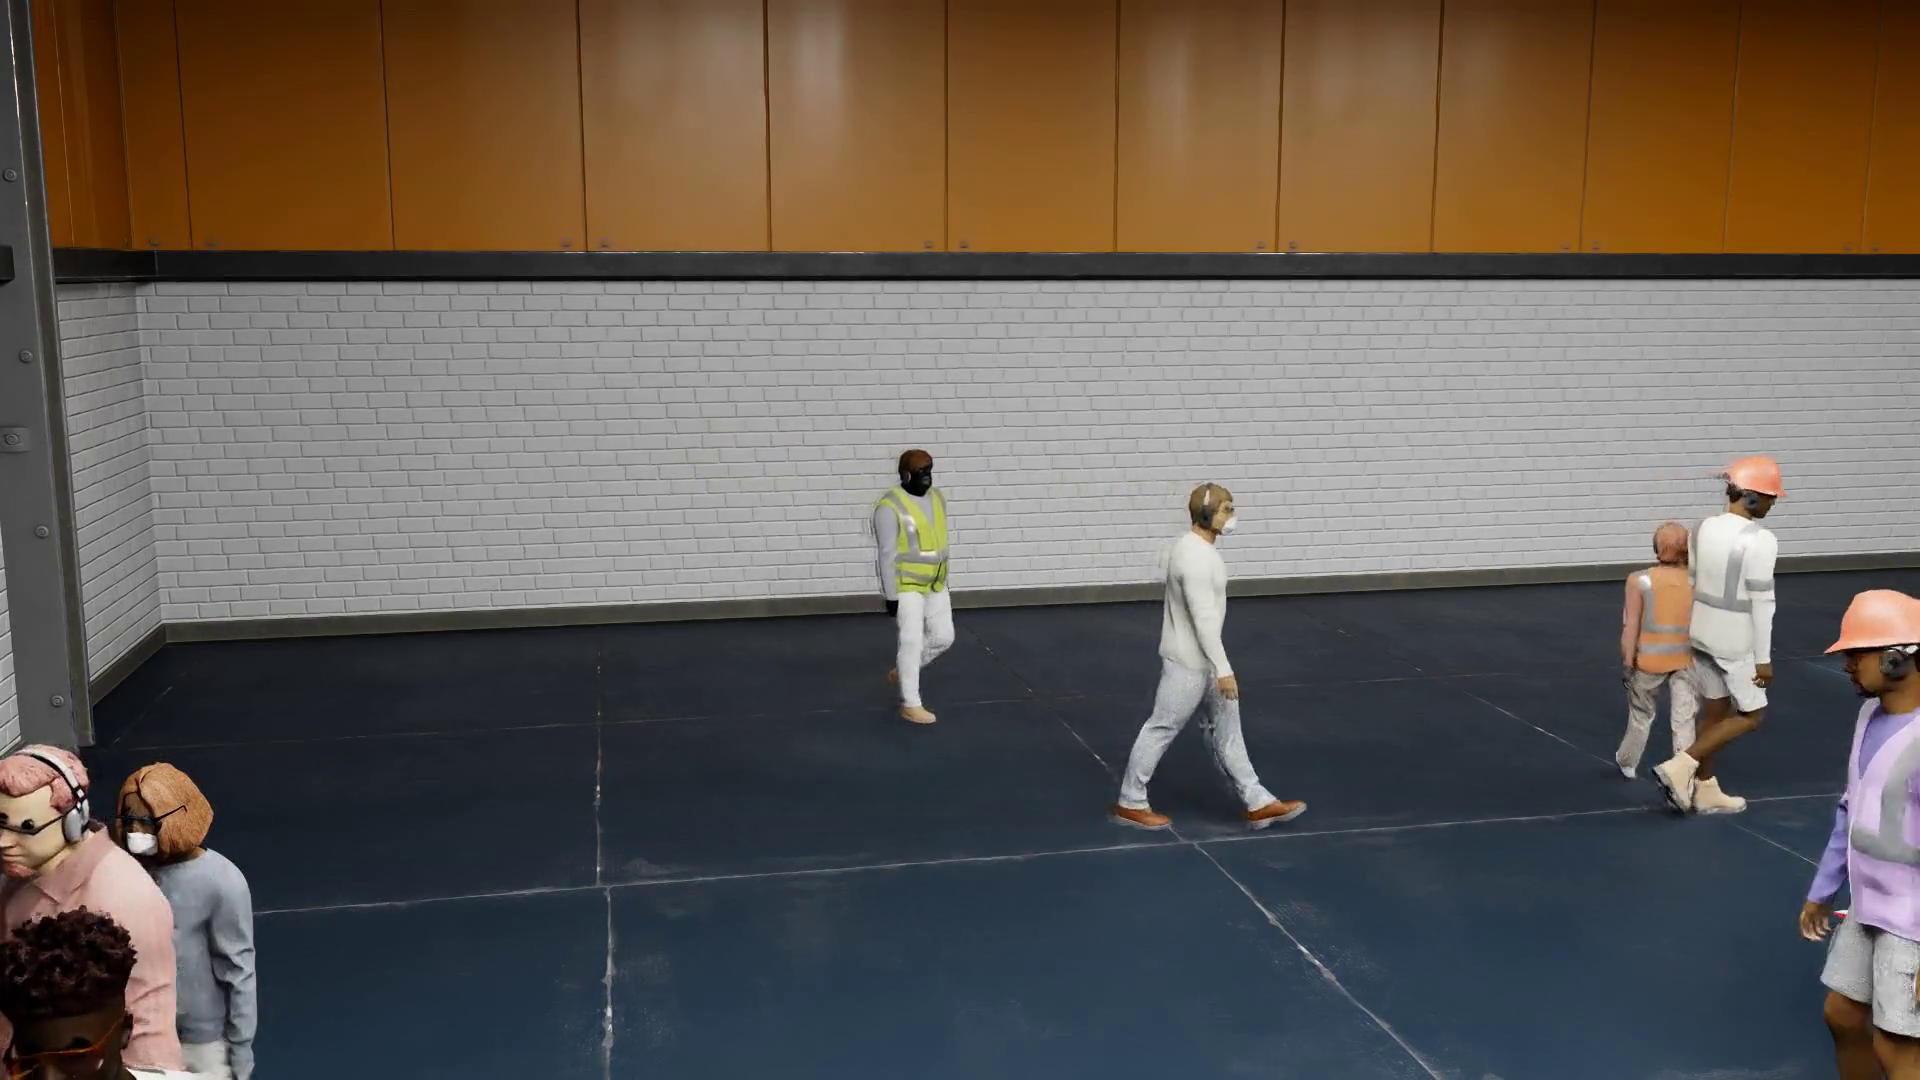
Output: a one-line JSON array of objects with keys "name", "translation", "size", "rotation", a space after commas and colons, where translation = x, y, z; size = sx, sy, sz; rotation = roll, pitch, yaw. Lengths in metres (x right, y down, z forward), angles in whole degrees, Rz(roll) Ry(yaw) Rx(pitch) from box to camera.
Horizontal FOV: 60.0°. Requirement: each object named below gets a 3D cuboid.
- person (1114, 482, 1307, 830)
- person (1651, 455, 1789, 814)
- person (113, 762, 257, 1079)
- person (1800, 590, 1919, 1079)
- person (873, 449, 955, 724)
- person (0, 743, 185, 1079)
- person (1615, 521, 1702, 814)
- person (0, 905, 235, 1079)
[{"name": "person", "translation": [1.300, 0.637, 8.765], "size": [1.033, 1.884, 0.632], "rotation": [2, 10, 14]}, {"name": "person", "translation": [4.076, 0.541, 8.949], "size": [0.604, 2.020, 0.632], "rotation": [-2, 10, -12]}, {"name": "person", "translation": [-2.220, 1.423, 4.768], "size": [0.500, 1.628, 0.278], "rotation": [4, 10, 22]}, {"name": "person", "translation": [2.902, 1.167, 5.228], "size": [0.444, 2.009, 0.618], "rotation": [1, 9, 8]}, {"name": "person", "translation": [-0.306, 0.298, 11.021], "size": [0.469, 1.825, 0.646], "rotation": [8, 12, 40]}, {"name": "person", "translation": [-2.189, 1.411, 4.032], "size": [0.720, 1.880, 0.687], "rotation": [-8, 12, -41]}, {"name": "person", "translation": [3.983, 0.683, 9.392], "size": [0.523, 1.581, 0.895], "rotation": [2, 10, 12]}, {"name": "person", "translation": [-1.469, 1.576, 2.872], "size": [0.613, 1.944, 0.667], "rotation": [-1, 9, -9]}]
